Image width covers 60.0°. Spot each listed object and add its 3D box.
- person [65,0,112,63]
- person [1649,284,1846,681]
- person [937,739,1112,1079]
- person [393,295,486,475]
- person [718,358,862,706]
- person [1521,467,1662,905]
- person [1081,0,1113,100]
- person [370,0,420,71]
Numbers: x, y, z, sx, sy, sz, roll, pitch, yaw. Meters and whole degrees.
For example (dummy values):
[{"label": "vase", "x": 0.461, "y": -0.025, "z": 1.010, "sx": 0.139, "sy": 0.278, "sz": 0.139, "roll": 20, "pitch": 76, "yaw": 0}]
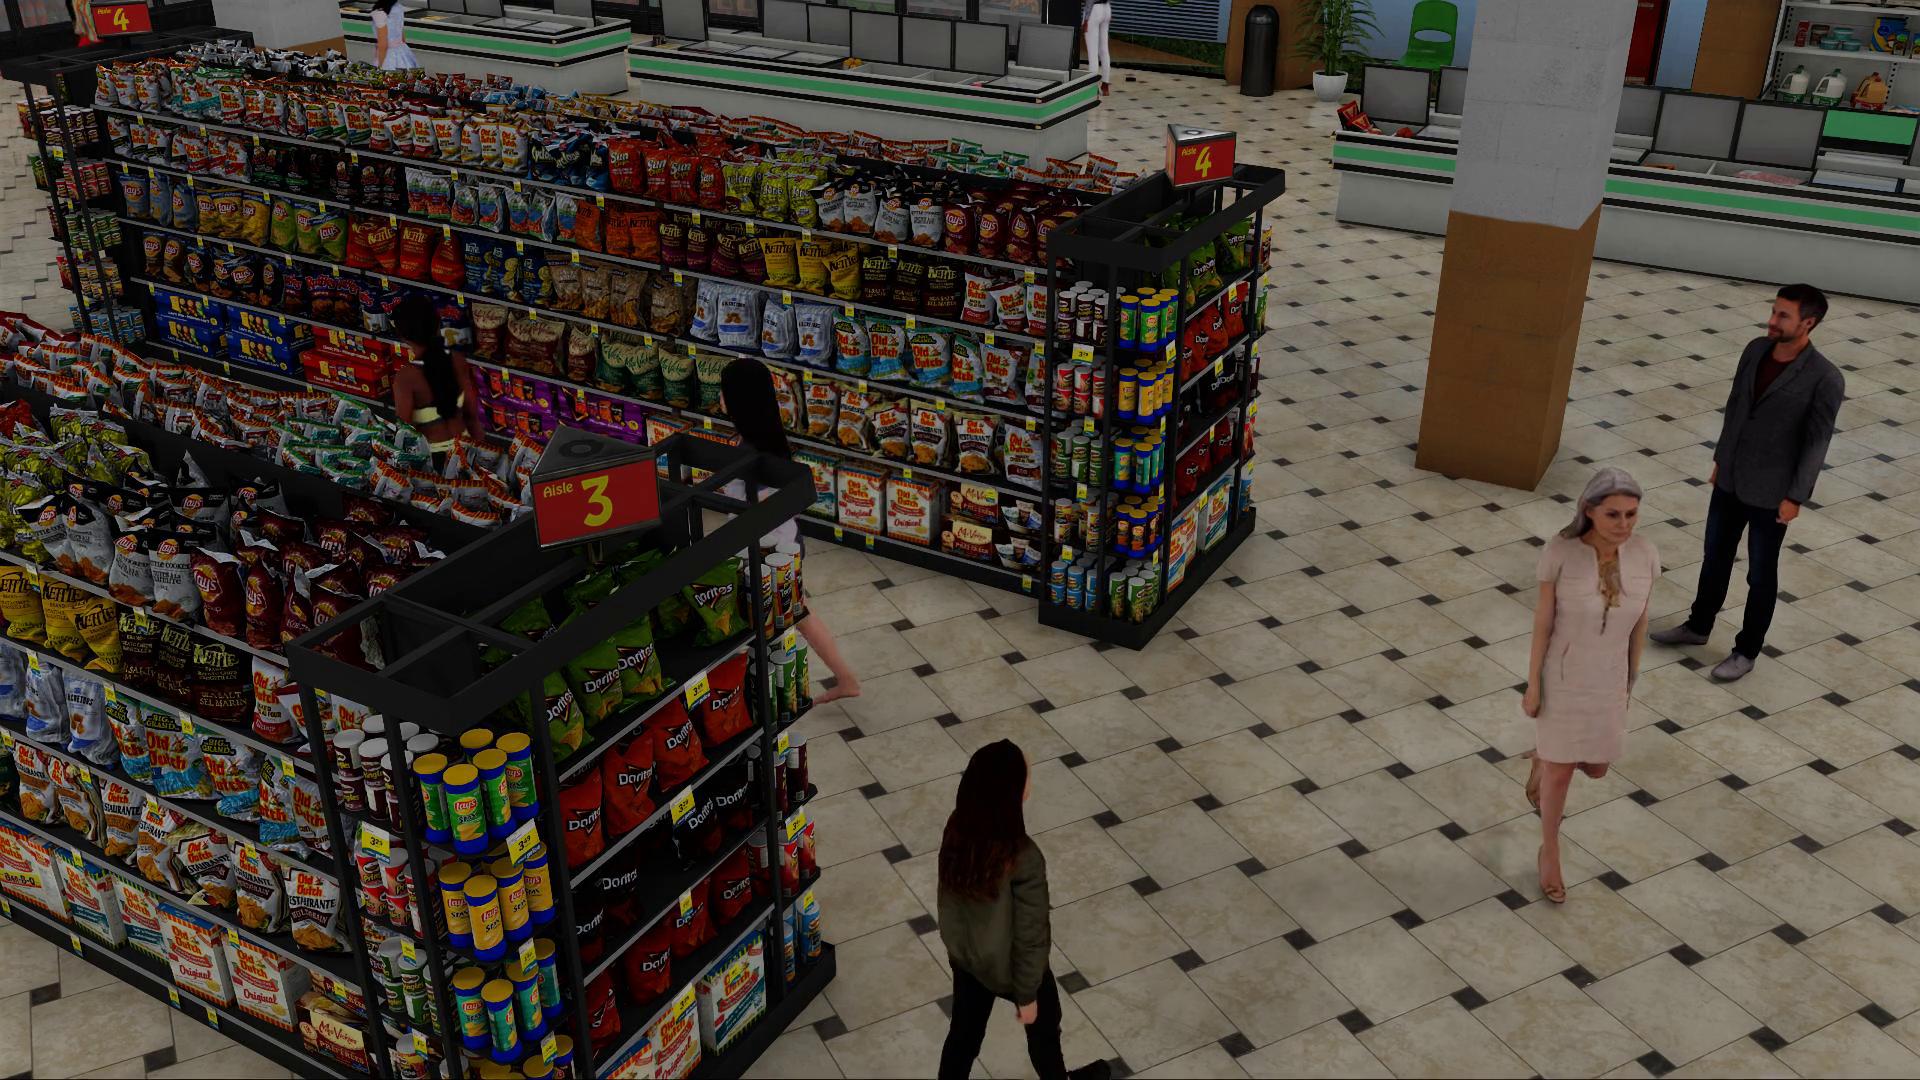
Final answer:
[{"label": "person", "x": -8.598, "y": -4.688, "z": 16.352, "sx": 0.749, "sy": 1.768, "sz": 0.664, "roll": -24, "pitch": 36, "yaw": -39}, {"label": "person", "x": 3.608, "y": -0.269, "z": 7.523, "sx": 0.846, "sy": 1.872, "sz": 0.752, "roll": -11, "pitch": 29, "yaw": -21}, {"label": "person", "x": 0.058, "y": 1.275, "z": 4.940, "sx": 0.832, "sy": 1.454, "sz": 0.880, "roll": -22, "pitch": 34, "yaw": -36}, {"label": "person", "x": -2.290, "y": -0.262, "z": 7.653, "sx": 0.682, "sy": 1.743, "sz": 0.634, "roll": 21, "pitch": 34, "yaw": 35}, {"label": "person", "x": -0.763, "y": 0.046, "z": 7.139, "sx": 1.200, "sy": 1.657, "sz": 0.958, "roll": 1, "pitch": 27, "yaw": 2}, {"label": "person", "x": 2.256, "y": 0.502, "z": 6.169, "sx": 0.885, "sy": 1.724, "sz": 0.887, "roll": 0, "pitch": 27, "yaw": -1}, {"label": "person", "x": 1.549, "y": -5.861, "z": 18.716, "sx": 0.578, "sy": 1.723, "sz": 0.631, "roll": 22, "pitch": 34, "yaw": 36}, {"label": "person", "x": -5.366, "y": -4.465, "z": 15.855, "sx": 0.781, "sy": 1.822, "sz": 0.753, "roll": 9, "pitch": 28, "yaw": 17}]
